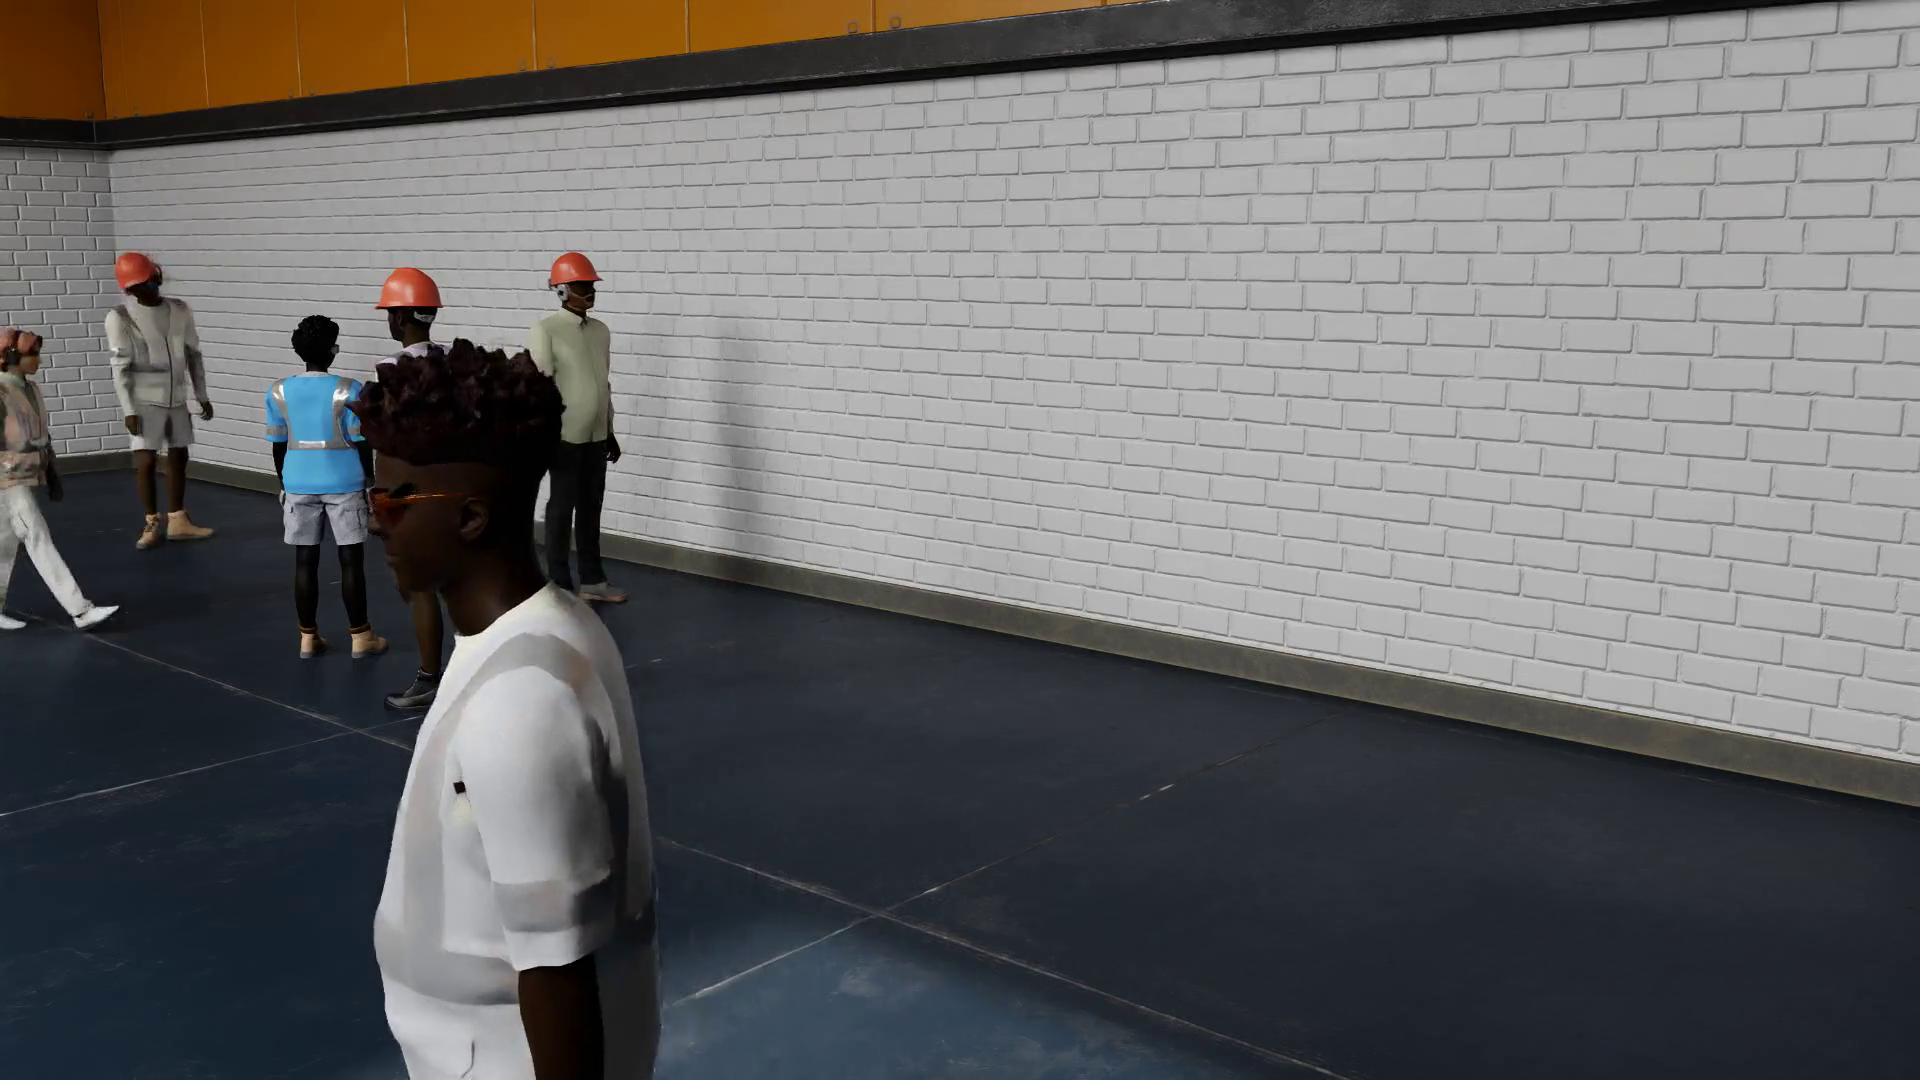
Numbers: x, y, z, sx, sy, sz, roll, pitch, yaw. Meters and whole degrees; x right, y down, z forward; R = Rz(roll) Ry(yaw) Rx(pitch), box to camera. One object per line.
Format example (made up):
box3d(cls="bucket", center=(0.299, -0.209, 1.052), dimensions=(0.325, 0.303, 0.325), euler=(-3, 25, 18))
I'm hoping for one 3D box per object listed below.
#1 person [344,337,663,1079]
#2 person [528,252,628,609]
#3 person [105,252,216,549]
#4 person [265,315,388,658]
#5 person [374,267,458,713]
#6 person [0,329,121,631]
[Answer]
box3d(cls="person", center=(-0.587, 0.685, 2.258), dimensions=(1.022, 1.914, 0.625), euler=(-1, 10, -8))
box3d(cls="person", center=(-2.145, -0.605, 9.349), dimensions=(0.375, 1.997, 0.612), euler=(5, 11, 26))
box3d(cls="person", center=(-5.411, -0.936, 11.265), dimensions=(0.443, 1.993, 0.684), euler=(6, 11, 30))
box3d(cls="person", center=(-3.122, -0.253, 8.197), dimensions=(0.533, 1.697, 0.319), euler=(1, 10, 3))
box3d(cls="person", center=(-2.356, -0.212, 7.280), dimensions=(0.362, 1.938, 0.545), euler=(3, 11, 19))
box3d(cls="person", center=(-4.852, -0.296, 8.729), dimensions=(0.850, 1.588, 0.536), euler=(-1, 10, -6))
